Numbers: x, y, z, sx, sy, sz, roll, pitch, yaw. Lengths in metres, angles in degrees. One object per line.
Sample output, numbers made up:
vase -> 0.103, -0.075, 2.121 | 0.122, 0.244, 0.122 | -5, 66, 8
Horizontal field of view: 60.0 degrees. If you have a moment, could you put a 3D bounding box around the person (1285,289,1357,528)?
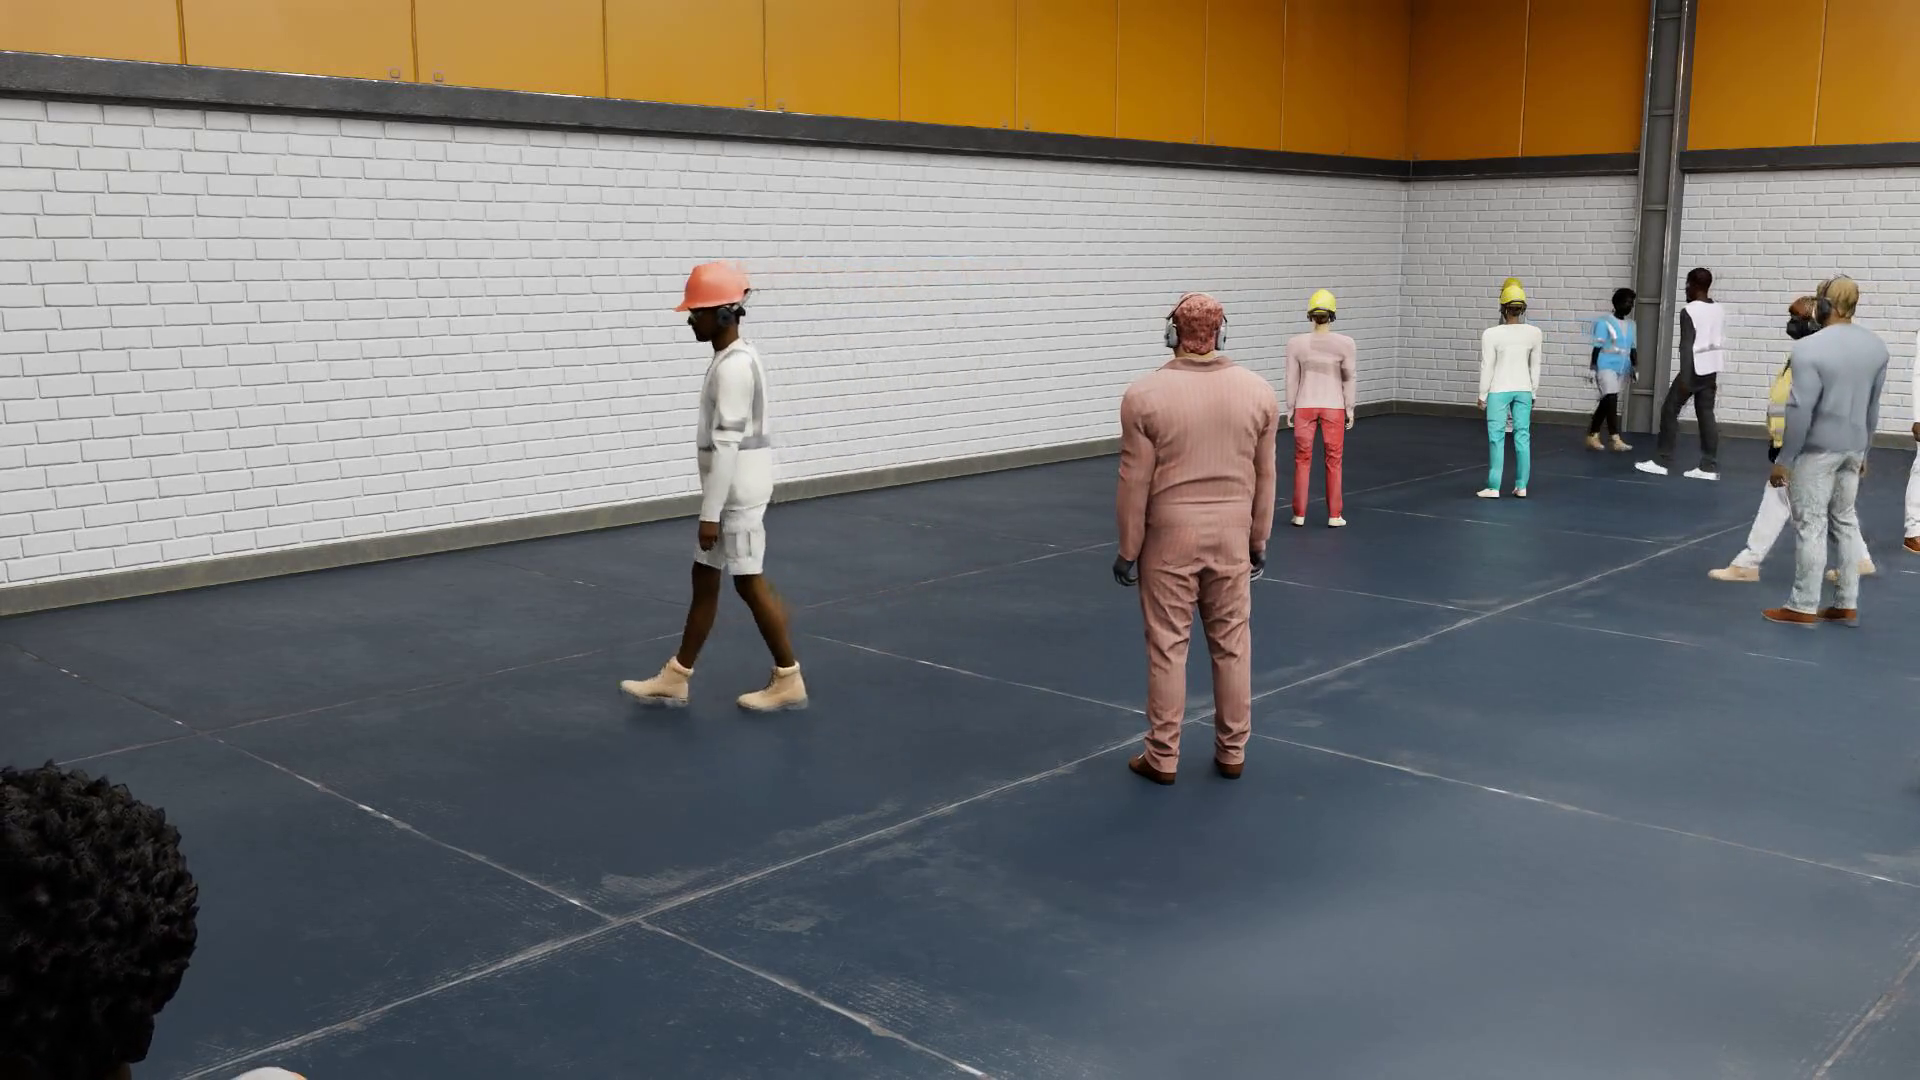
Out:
person -> 2.674, -0.966, 12.355 | 0.525, 1.772, 0.301 | 3, 10, 17

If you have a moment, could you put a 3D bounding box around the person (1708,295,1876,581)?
person -> 5.256, -0.612, 10.305 | 0.978, 1.802, 0.631 | 3, 10, 15

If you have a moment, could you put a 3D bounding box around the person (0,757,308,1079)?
person -> -0.665, 1.008, 1.345 | 0.319, 1.690, 0.531 | 3, 10, 18

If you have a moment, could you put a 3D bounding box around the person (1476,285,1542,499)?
person -> 4.538, -1.213, 13.771 | 0.525, 1.769, 0.308 | -2, 10, -9

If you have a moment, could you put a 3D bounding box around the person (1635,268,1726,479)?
person -> 6.578, -1.514, 15.114 | 0.630, 1.888, 0.840 | -6, 12, -32

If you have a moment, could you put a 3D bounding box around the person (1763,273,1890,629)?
person -> 4.723, -0.472, 9.063 | 0.631, 1.940, 0.358 | -4, 11, -23

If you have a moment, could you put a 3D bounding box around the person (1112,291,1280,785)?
person -> 0.898, 0.000, 6.458 | 0.640, 1.910, 0.407 | -2, 10, -12

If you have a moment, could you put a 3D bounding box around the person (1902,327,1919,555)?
person -> 6.712, -0.834, 11.283 | 0.572, 1.882, 0.354 | -2, 10, -13

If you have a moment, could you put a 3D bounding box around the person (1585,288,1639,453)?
person -> 6.683, -1.701, 16.821 | 0.544, 1.656, 0.797 | -5, 11, -28

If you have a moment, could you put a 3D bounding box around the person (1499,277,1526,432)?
person -> 6.222, -2.095, 18.855 | 0.294, 1.744, 0.486 | 8, 13, 37

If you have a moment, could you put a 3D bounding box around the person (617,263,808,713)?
person -> -1.085, -0.204, 7.337 | 0.863, 2.003, 0.632 | -2, 10, -9
